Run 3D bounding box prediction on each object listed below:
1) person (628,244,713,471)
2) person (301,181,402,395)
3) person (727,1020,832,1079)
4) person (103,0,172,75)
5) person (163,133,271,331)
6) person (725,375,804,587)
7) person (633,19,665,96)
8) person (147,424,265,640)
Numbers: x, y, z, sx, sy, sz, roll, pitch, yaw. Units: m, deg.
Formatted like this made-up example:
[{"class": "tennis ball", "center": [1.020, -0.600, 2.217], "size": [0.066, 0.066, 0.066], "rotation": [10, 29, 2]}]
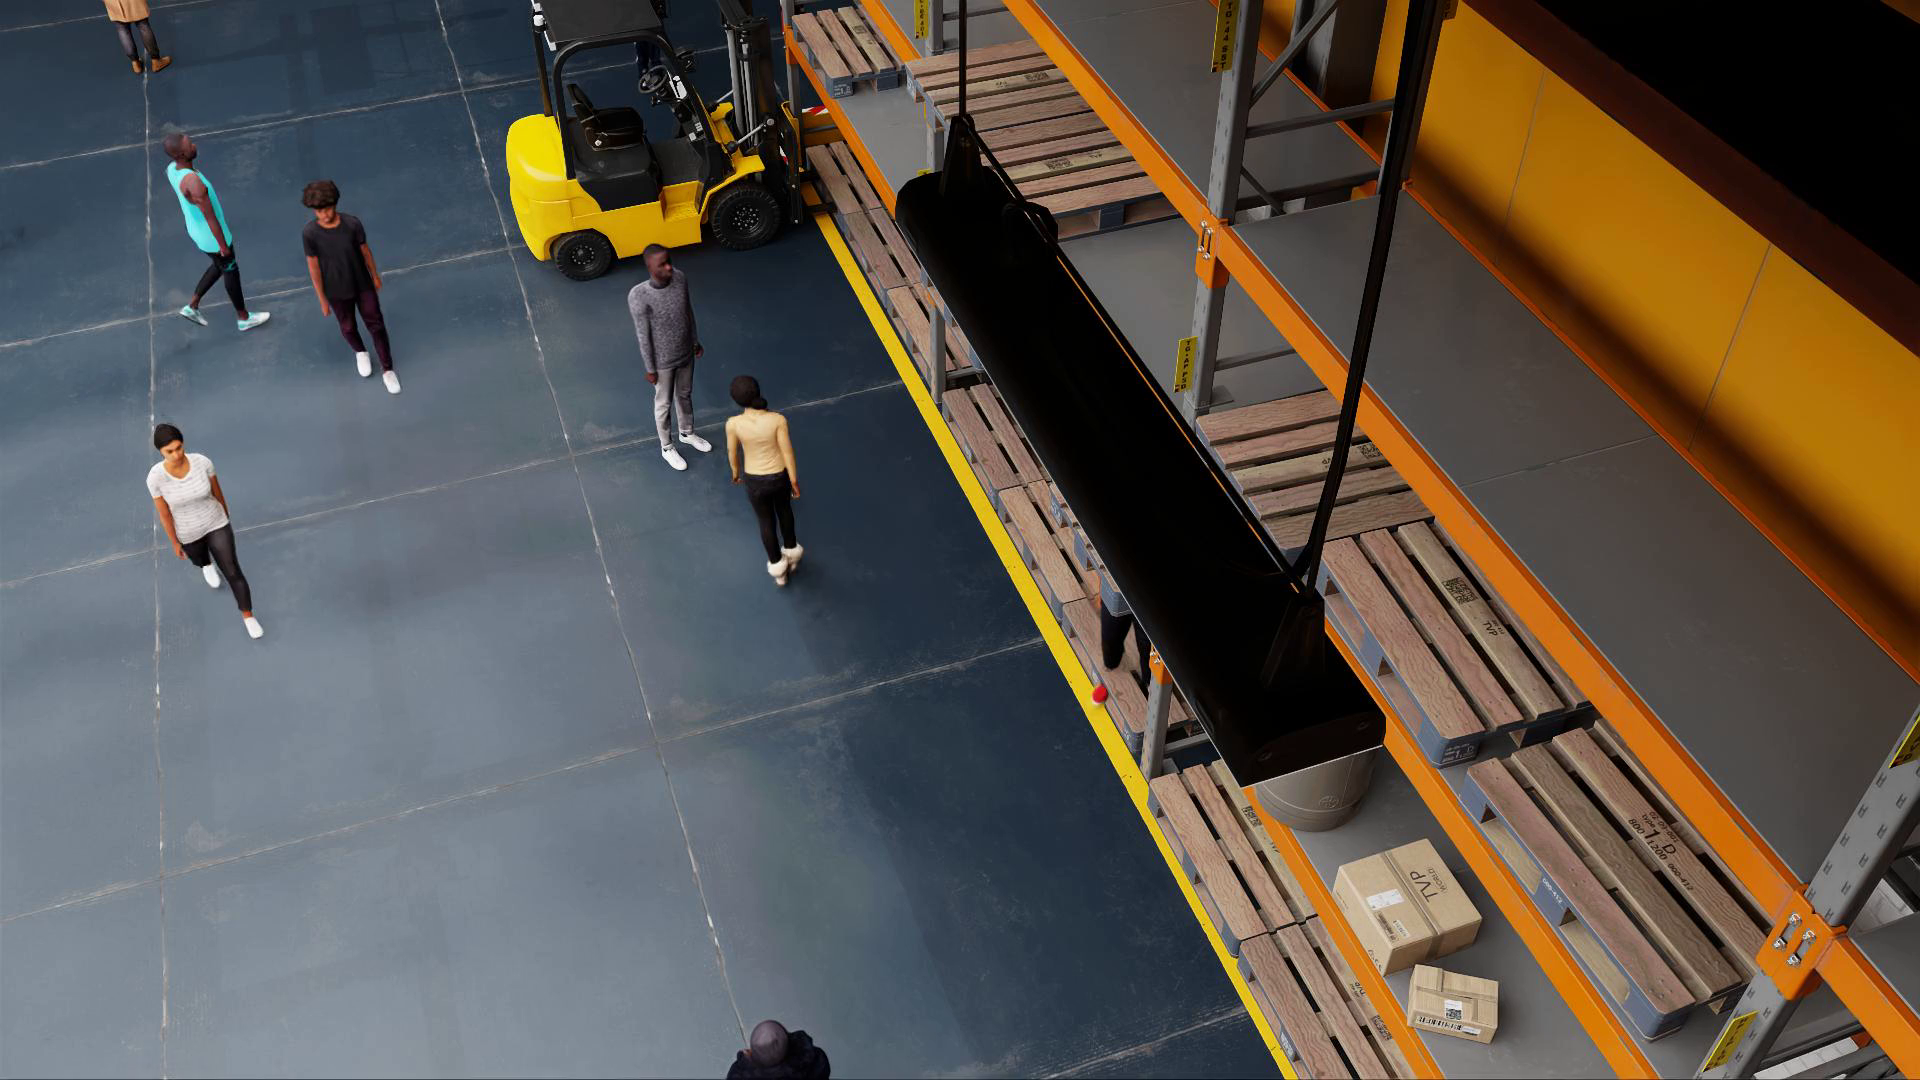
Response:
[{"class": "person", "center": [-2.117, -1.361, 12.114], "size": [0.750, 1.839, 0.759], "rotation": [29, 51, 27]}, {"class": "person", "center": [-4.755, -2.027, 12.873], "size": [0.660, 1.755, 0.921], "rotation": [-16, 46, -16]}, {"class": "person", "center": [-0.835, 2.772, 7.894], "size": [0.728, 1.675, 0.721], "rotation": [-24, 49, -23]}, {"class": "person", "center": [-8.347, -5.478, 16.515], "size": [0.700, 1.728, 0.692], "rotation": [-5, 44, -5]}, {"class": "person", "center": [-6.053, -2.385, 13.217], "size": [0.869, 1.799, 0.912], "rotation": [-32, 52, -29]}, {"class": "person", "center": [-1.278, -0.369, 11.226], "size": [0.684, 1.625, 0.738], "rotation": [2, 44, 2]}, {"class": "person", "center": [-3.084, -4.993, 16.349], "size": [0.571, 1.255, 0.601], "rotation": [8, 44, 9]}, {"class": "person", "center": [-5.043, -0.120, 10.977], "size": [0.698, 1.609, 1.124], "rotation": [-22, 48, -21]}]
